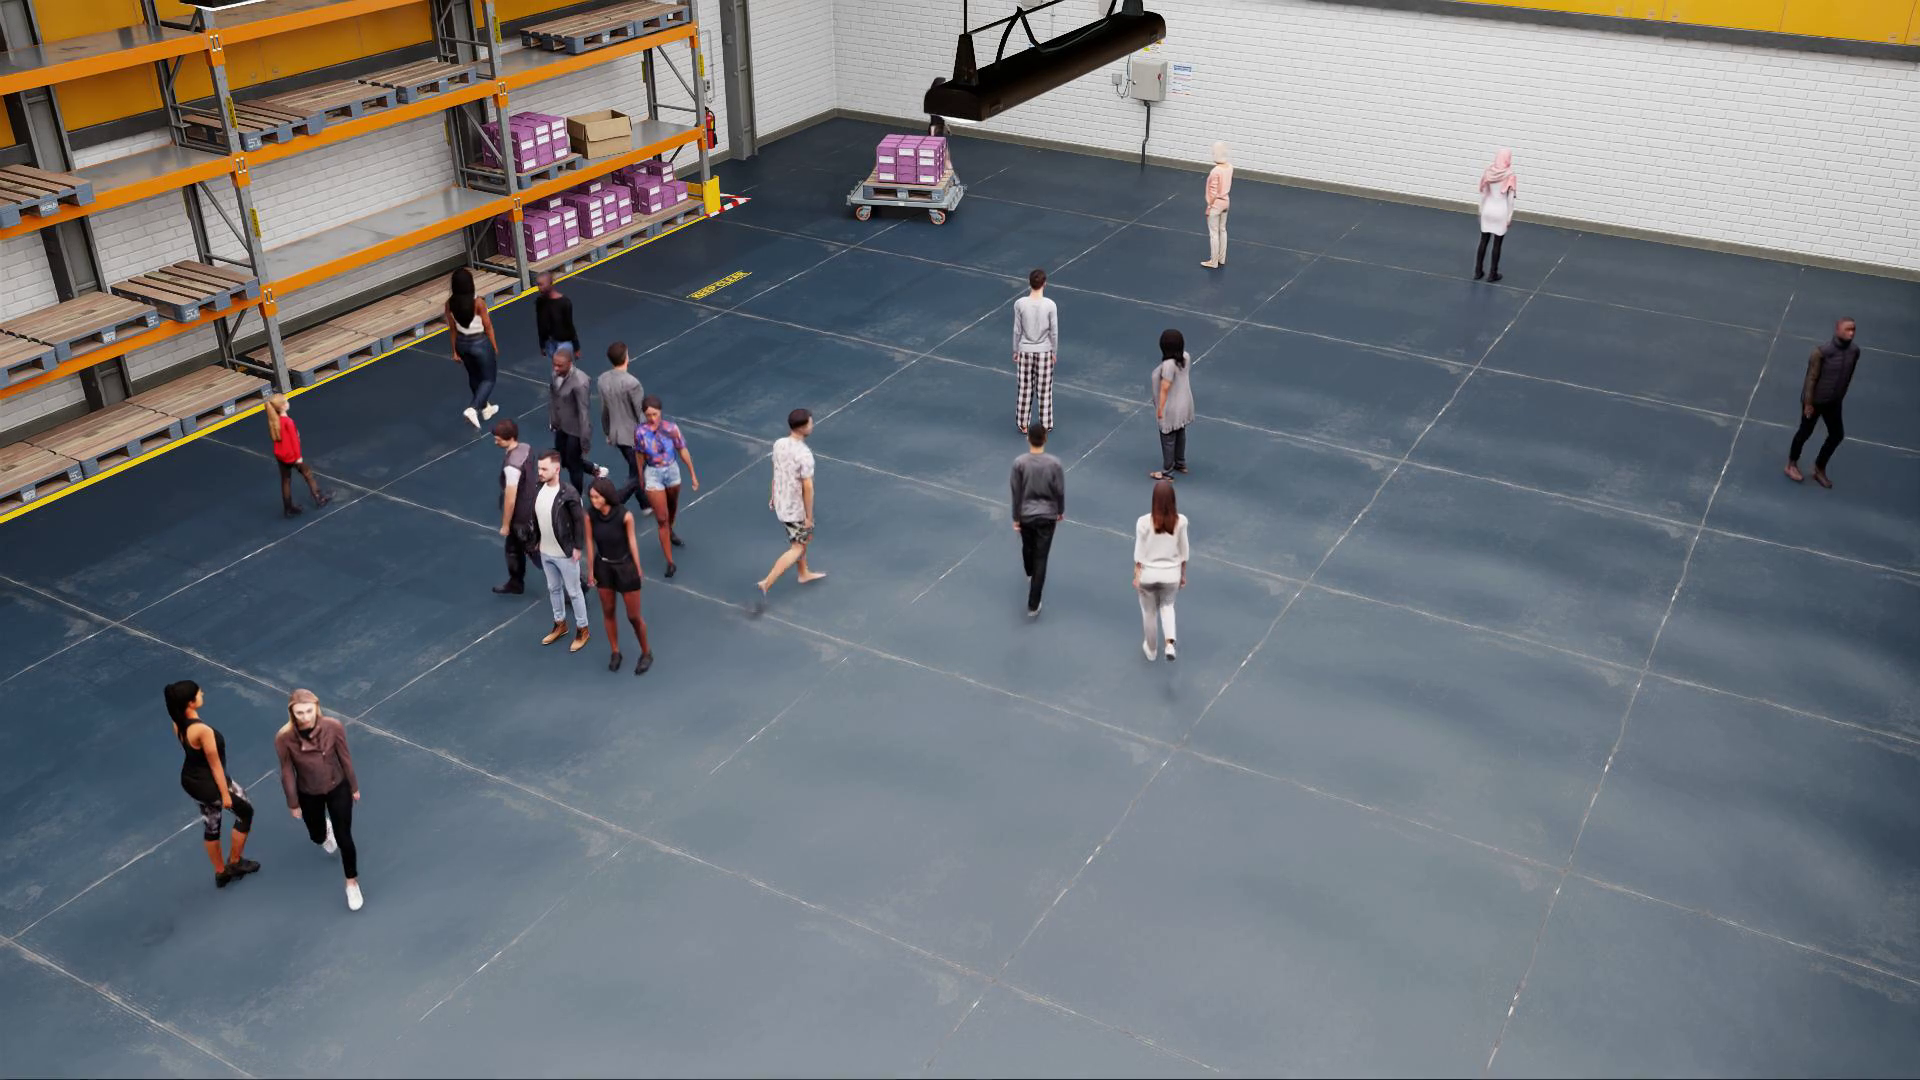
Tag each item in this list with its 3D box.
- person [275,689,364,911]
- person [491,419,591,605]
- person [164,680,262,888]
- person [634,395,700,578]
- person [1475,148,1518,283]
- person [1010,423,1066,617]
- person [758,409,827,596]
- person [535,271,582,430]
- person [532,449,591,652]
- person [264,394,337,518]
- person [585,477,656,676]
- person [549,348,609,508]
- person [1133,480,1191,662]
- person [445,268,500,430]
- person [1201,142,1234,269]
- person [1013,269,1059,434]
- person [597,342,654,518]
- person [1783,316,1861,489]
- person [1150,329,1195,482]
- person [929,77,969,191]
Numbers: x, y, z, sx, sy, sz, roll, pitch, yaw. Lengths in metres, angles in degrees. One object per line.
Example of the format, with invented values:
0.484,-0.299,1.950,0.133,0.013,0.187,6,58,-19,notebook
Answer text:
-4.346,1.686,11.338,1.021,1.684,1.020,-12,31,-21,person
-3.754,-0.217,14.699,1.120,1.806,1.181,-1,29,-2,person
-5.194,1.695,11.352,0.615,1.654,0.571,18,33,29,person
-2.770,-0.586,15.493,1.186,1.694,1.202,-10,30,-18,person
7.183,-4.363,22.303,0.658,1.804,0.623,20,34,32,person
0.683,-0.150,14.674,0.927,1.713,1.239,4,29,7,person
-1.555,-0.287,14.857,1.152,1.778,0.968,-23,36,-36,person
-4.387,-2.162,18.372,0.770,1.704,1.218,8,30,15,person
-3.409,0.061,14.158,0.663,1.836,0.554,13,31,23,person
-6.646,-0.816,16.361,0.504,1.267,0.748,16,32,27,person
-2.880,0.247,13.927,0.724,1.731,0.712,3,29,6,person
-3.739,-1.112,16.365,0.952,1.782,0.878,-23,36,-36,person
1.674,0.324,13.842,0.833,1.677,0.905,-4,29,-7,person
-5.306,-2.041,18.064,0.804,1.786,1.108,6,29,12,person
3.543,-4.605,22.828,0.703,1.725,0.524,23,36,35,person
0.812,-2.032,17.984,0.703,1.847,0.674,4,29,7,person
-3.243,-0.959,16.021,0.748,1.844,1.122,19,34,31,person
8.743,-1.452,16.951,0.893,1.817,0.947,-4,29,-7,person
2.196,-1.404,17.087,0.707,1.604,0.613,18,34,30,person
-0.448,-6.275,25.842,0.921,1.771,1.051,4,29,6,person
